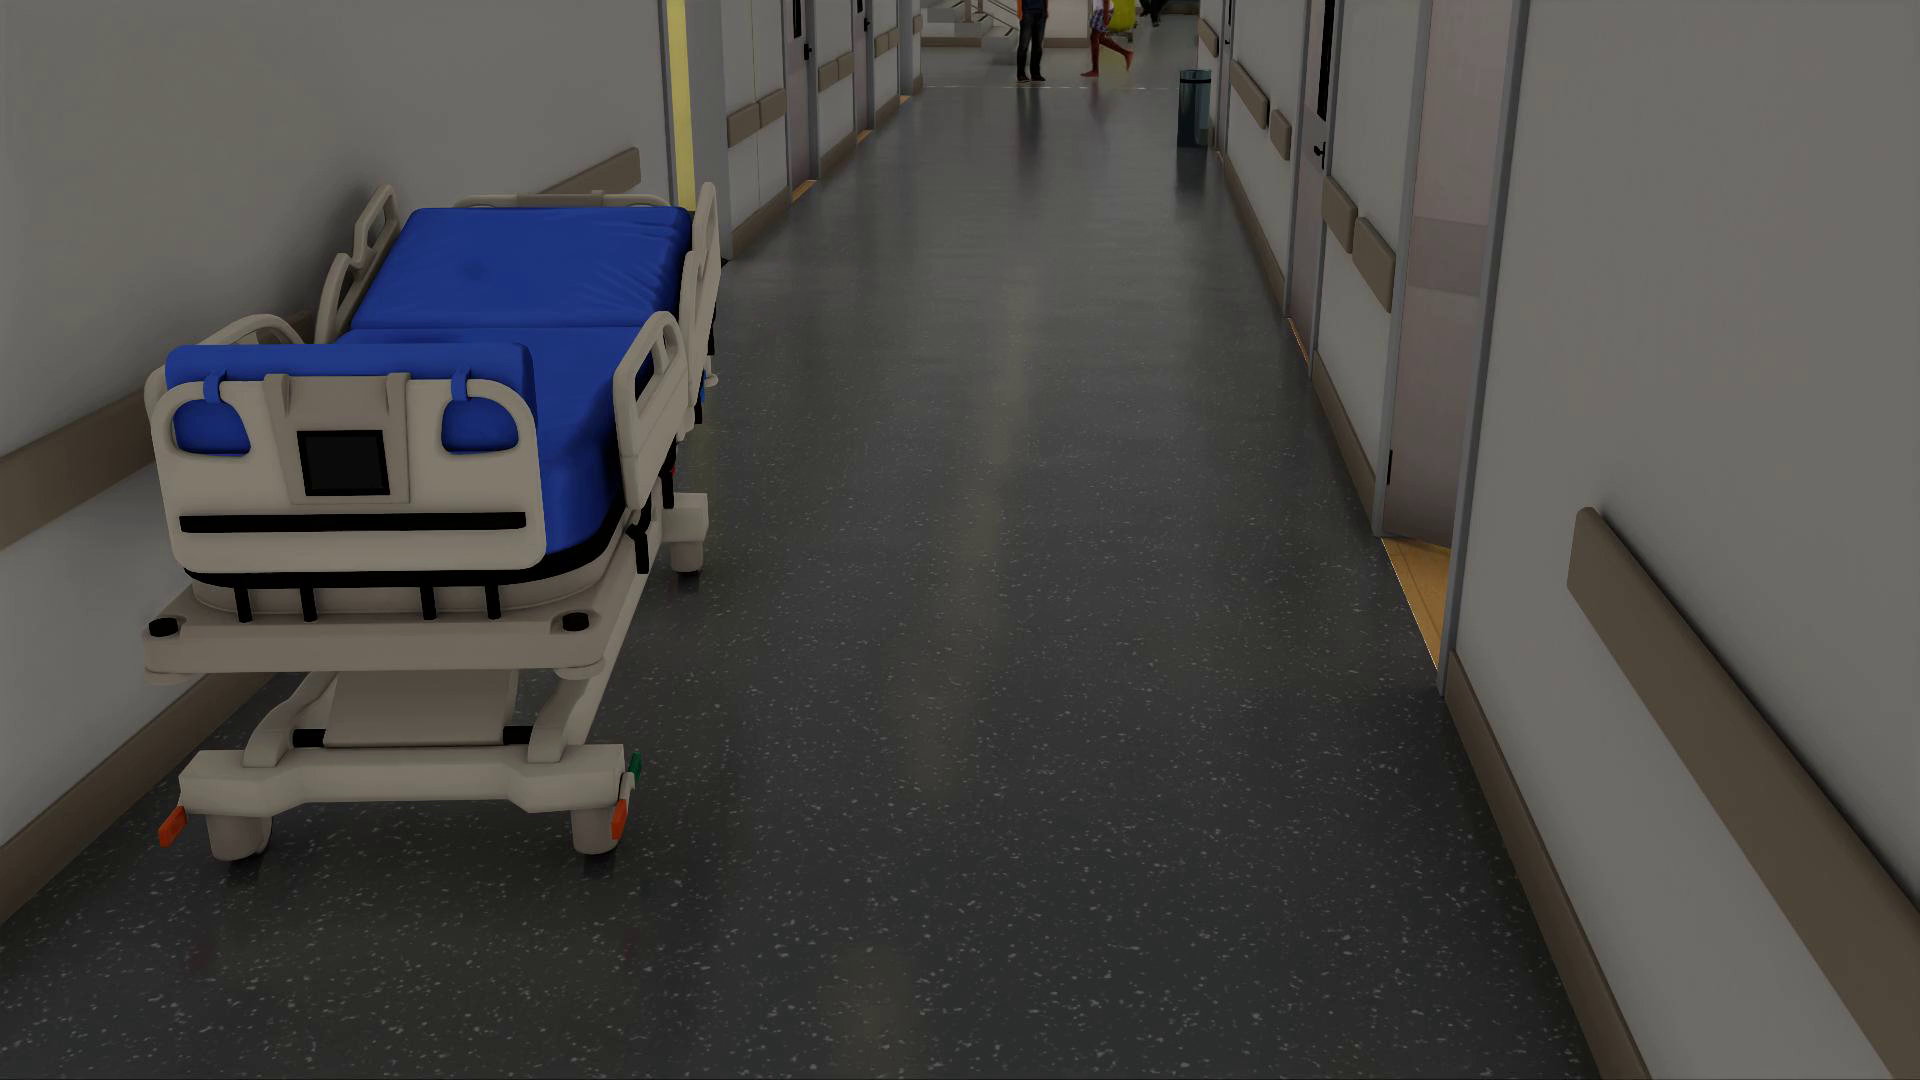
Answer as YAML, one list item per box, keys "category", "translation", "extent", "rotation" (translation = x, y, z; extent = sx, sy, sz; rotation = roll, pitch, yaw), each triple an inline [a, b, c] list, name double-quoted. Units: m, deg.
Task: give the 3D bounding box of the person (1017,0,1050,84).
- category: "person"
  translation: [0.945, -6.965, 21.894]
  extent: [0.681, 1.808, 0.769]
  rotation: [-13, 24, -31]

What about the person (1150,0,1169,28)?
- category: "person"
  translation: [3.831, -10.937, 32.324]
  extent: [0.961, 1.849, 0.921]
  rotation: [-4, 21, -10]

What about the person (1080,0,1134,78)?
- category: "person"
  translation: [2.007, -7.155, 22.531]
  extent: [0.977, 1.714, 0.700]
  rotation: [-1, 21, -3]
